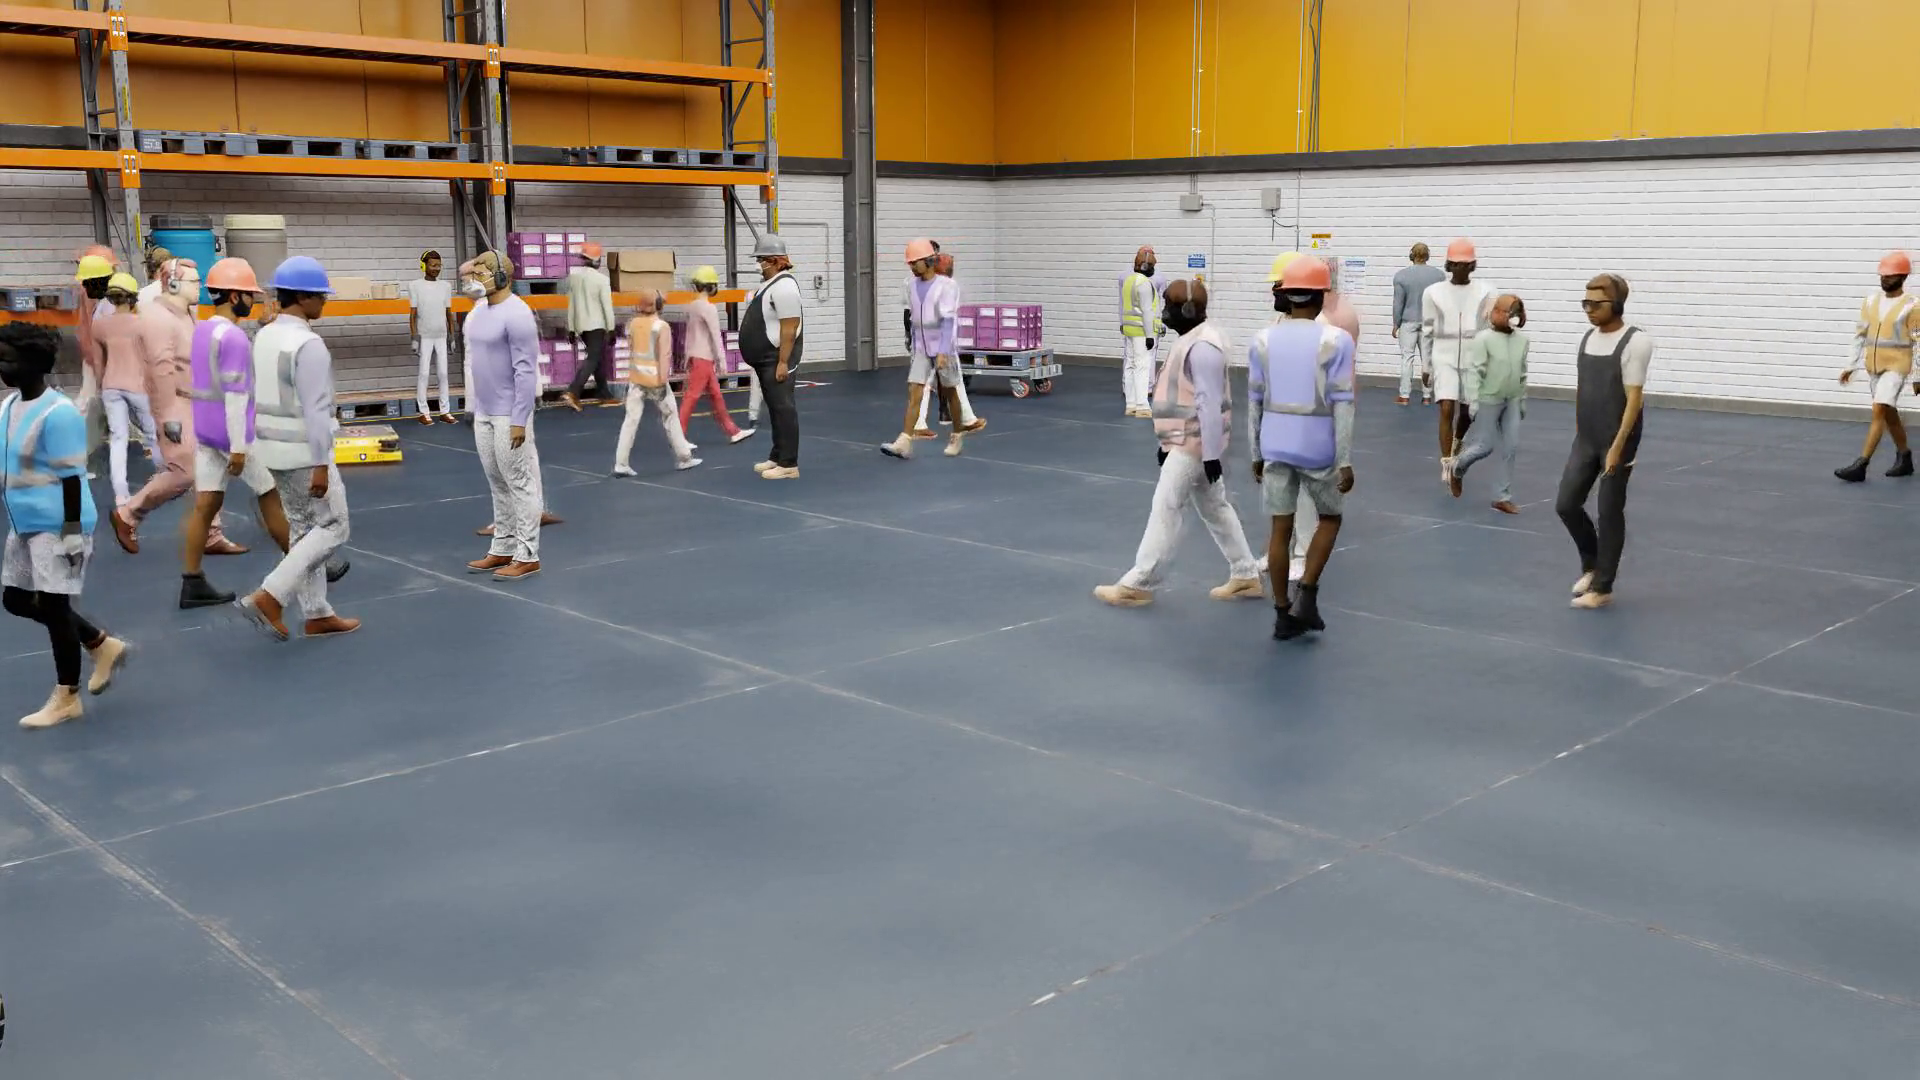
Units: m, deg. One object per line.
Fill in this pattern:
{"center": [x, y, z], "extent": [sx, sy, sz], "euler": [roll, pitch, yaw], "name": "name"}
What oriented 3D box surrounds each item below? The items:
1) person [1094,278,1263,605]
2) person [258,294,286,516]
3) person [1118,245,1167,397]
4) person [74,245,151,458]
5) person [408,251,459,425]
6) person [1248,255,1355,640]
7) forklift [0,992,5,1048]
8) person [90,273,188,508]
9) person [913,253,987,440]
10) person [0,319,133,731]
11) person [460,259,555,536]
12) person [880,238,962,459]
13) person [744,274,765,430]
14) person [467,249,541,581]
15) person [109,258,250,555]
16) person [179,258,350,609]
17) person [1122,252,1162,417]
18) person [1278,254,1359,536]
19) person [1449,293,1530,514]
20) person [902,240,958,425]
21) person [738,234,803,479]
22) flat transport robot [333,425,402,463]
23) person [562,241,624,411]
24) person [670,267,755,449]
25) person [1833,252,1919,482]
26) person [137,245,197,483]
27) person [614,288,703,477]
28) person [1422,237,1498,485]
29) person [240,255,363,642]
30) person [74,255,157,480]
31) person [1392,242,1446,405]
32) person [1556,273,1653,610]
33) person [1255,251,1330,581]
{"center": [1.258, -0.528, 9.117], "extent": [0.956, 1.796, 0.658], "euler": [0, 10, 1], "name": "person"}
{"center": [-4.557, -0.847, 11.274], "extent": [0.497, 1.633, 0.284], "euler": [9, 14, 40], "name": "person"}
{"center": [2.307, -2.743, 20.907], "extent": [0.647, 1.901, 0.402], "euler": [5, 11, 24], "name": "person"}
{"center": [-7.653, -1.652, 14.837], "extent": [0.631, 1.943, 1.049], "euler": [10, 14, 42], "name": "person"}
{"center": [-5.646, -2.160, 17.827], "extent": [0.508, 1.860, 0.334], "euler": [-9, 14, -42], "name": "person"}
{"center": [1.710, -0.451, 8.320], "extent": [0.574, 1.922, 0.408], "euler": [6, 12, 31], "name": "person"}
{"center": [-3.245, 0.323, 3.363], "extent": [2.313, 2.155, 1.214], "euler": [2, 11, 13], "name": "forklift"}
{"center": [-6.184, -1.124, 12.478], "extent": [0.550, 1.733, 0.731], "euler": [1, 10, 3], "name": "person"}
{"center": [-0.133, -1.943, 16.664], "extent": [0.577, 1.835, 0.960], "euler": [10, 14, 43], "name": "person"}
{"center": [-3.720, -0.068, 6.867], "extent": [0.545, 1.681, 0.442], "euler": [8, 13, 37], "name": "person"}
{"center": [-3.119, -0.977, 11.353], "extent": [0.396, 1.879, 0.796], "euler": [4, 11, 19], "name": "person"}
{"center": [-0.293, -1.694, 14.927], "extent": [0.654, 1.980, 1.037], "euler": [8, 13, 38], "name": "person"}
{"center": [-2.005, -2.087, 17.674], "extent": [0.591, 1.785, 0.886], "euler": [0, 10, 2], "name": "person"}
{"center": [-2.703, -0.732, 9.818], "extent": [0.372, 1.940, 0.632], "euler": [-9, 14, -41], "name": "person"}
{"center": [-4.914, -0.807, 10.365], "extent": [0.683, 1.885, 0.658], "euler": [0, 10, -2], "name": "person"}
{"center": [-3.935, -0.596, 9.193], "extent": [0.562, 1.886, 0.963], "euler": [10, 14, 43], "name": "person"}
{"center": [2.038, -2.290, 18.591], "extent": [0.429, 1.838, 0.621], "euler": [-3, 11, -15], "name": "person"}
{"center": [2.386, -0.981, 11.285], "extent": [0.516, 1.894, 0.662], "euler": [-9, 13, -39], "name": "person"}
{"center": [3.920, -1.015, 12.262], "extent": [0.525, 1.611, 0.606], "euler": [-4, 11, -22], "name": "person"}
{"center": [-0.311, -2.212, 17.809], "extent": [0.606, 1.966, 0.367], "euler": [2, 10, 8], "name": "person"}
{"center": [-1.584, -1.536, 13.921], "extent": [0.536, 2.000, 0.688], "euler": [-3, 11, -15], "name": "person"}
{"center": [-5.516, -0.892, 15.237], "extent": [0.652, 0.197, 1.431], "euler": [-4, 11, -22], "name": "flat transport robot"}
{"center": [-4.310, -2.480, 19.309], "extent": [0.616, 1.962, 0.981], "euler": [7, 13, 35], "name": "person"}
{"center": [-2.380, -1.724, 15.805], "extent": [0.923, 1.714, 0.545], "euler": [-6, 12, -29], "name": "person"}
{"center": [7.684, -1.428, 13.776], "extent": [0.987, 1.892, 0.552], "euler": [-3, 11, -18], "name": "person"}
{"center": [-6.458, -1.419, 13.565], "extent": [0.373, 1.940, 0.629], "euler": [2, 11, 10], "name": "person"}
{"center": [-2.609, -1.336, 14.072], "extent": [0.509, 1.582, 0.899], "euler": [7, 13, 35], "name": "person"}
{"center": [4.134, -1.496, 13.806], "extent": [0.620, 2.013, 0.943], "euler": [2, 11, 11], "name": "person"}
{"center": [-3.280, -0.422, 8.159], "extent": [0.616, 1.926, 0.577], "euler": [9, 14, 41], "name": "person"}
{"center": [-6.946, -1.410, 13.741], "extent": [0.992, 1.869, 0.609], "euler": [-7, 13, -34], "name": "person"}
{"center": [5.455, -2.571, 19.844], "extent": [0.632, 1.940, 0.372], "euler": [0, 10, -1], "name": "person"}
{"center": [3.444, -0.513, 8.943], "extent": [0.415, 1.827, 0.500], "euler": [-6, 12, -29], "name": "person"}
{"center": [1.945, -0.721, 9.781], "extent": [0.380, 1.928, 0.586], "euler": [-3, 11, -18], "name": "person"}
